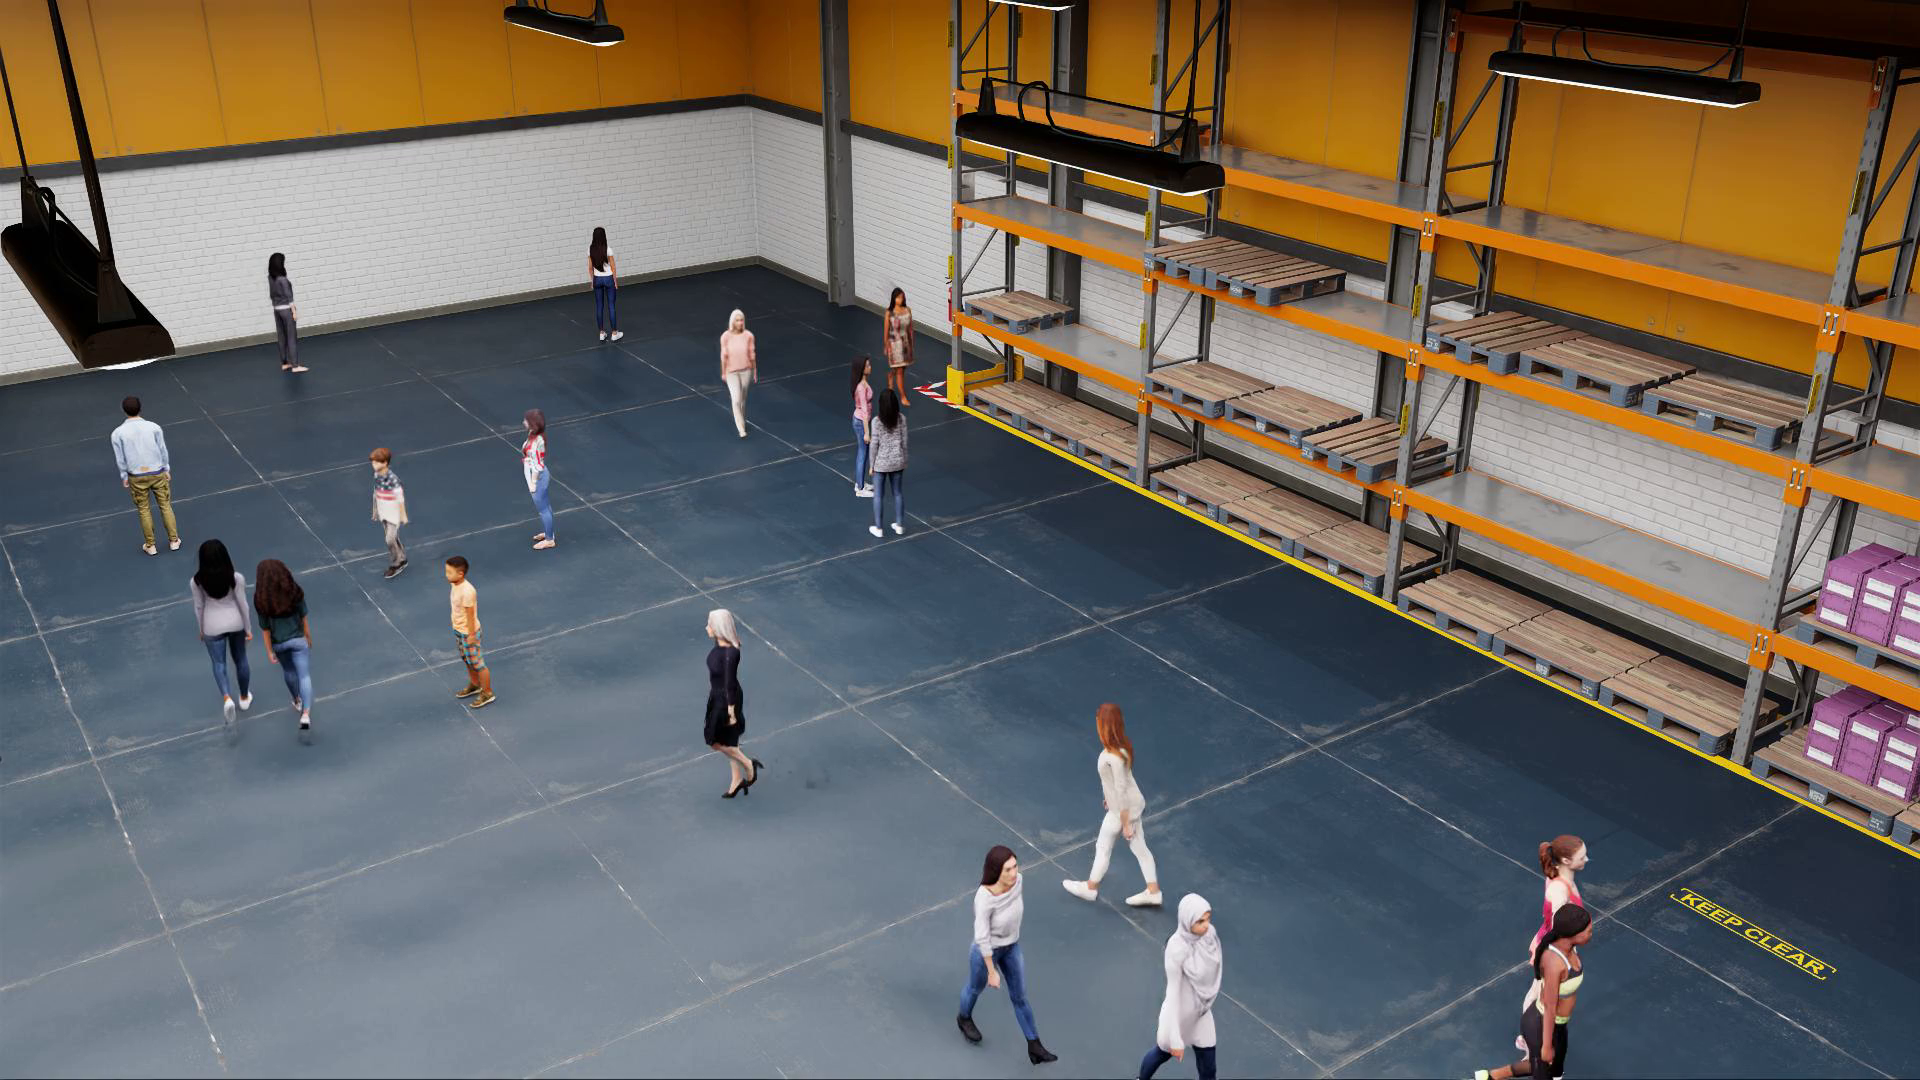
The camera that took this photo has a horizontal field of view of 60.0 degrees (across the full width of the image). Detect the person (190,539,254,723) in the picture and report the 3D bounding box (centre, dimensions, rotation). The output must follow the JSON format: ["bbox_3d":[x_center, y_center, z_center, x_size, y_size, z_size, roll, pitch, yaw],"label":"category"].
[{"bbox_3d":[-6.619,0.842,14.956,0.754,1.720,1.013,-9,25,-19],"label":"person"}]

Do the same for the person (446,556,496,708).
[{"bbox_3d":[-4.535,0.820,15.334,0.598,1.458,0.440,-19,30,-37],"label":"person"}]

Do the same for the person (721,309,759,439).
[{"bbox_3d":[-2.954,-2.242,22.054,0.777,1.685,1.091,-8,25,-19],"label":"person"}]

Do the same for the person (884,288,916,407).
[{"bbox_3d":[-0.884,-2.739,23.272,0.683,1.621,1.062,-13,27,-27],"label":"person"}]

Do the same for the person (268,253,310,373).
[{"bbox_3d":[-9.960,-3.355,24.505,0.573,1.762,0.725,15,28,31],"label":"person"}]

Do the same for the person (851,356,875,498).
[{"bbox_3d":[-1.167,-1.391,20.037,0.716,1.742,0.598,-2,24,-4],"label":"person"}]

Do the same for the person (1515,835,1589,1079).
[{"bbox_3d":[3.832,2.661,10.752,0.726,1.753,0.672,5,24,12],"label":"person"}]

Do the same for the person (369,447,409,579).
[{"bbox_3d":[-6.126,-0.336,18.016,0.682,1.428,0.729,14,27,29],"label":"person"}]

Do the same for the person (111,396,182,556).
[{"bbox_3d":[-9.010,-0.723,18.422,0.678,1.812,0.561,-14,27,-29],"label":"person"}]

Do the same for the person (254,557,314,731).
[{"bbox_3d":[-5.990,0.947,14.886,0.719,1.584,1.102,-10,26,-22],"label":"person"}]

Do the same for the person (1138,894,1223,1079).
[{"bbox_3d":[1.325,2.906,10.224,0.687,1.728,1.137,-18,29,-35],"label":"person"}]

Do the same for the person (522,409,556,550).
[{"bbox_3d":[-4.711,-0.699,18.615,0.718,1.612,0.585,-5,24,-10],"label":"person"}]

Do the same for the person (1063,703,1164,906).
[{"bbox_3d":[1.301,2.016,12.330,1.079,1.672,0.980,4,24,9],"label":"person"}]

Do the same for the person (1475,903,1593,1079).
[{"bbox_3d":[3.489,2.939,10.137,0.913,1.738,0.750,18,29,35],"label":"person"}]

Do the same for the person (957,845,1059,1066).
[{"bbox_3d":[0.163,2.681,10.920,0.726,1.582,1.082,-21,31,-39],"label":"person"}]

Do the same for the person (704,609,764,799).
[{"bbox_3d":[-1.840,1.359,13.752,0.784,1.736,0.752,-8,25,-18],"label":"person"}]

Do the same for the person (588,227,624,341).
[{"bbox_3d":[-5.565,-4.007,25.981,0.657,1.774,0.723,5,24,10],"label":"person"}]

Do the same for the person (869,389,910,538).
[{"bbox_3d":[-0.807,-0.877,18.876,0.653,1.730,0.589,-10,26,-22],"label":"person"}]
